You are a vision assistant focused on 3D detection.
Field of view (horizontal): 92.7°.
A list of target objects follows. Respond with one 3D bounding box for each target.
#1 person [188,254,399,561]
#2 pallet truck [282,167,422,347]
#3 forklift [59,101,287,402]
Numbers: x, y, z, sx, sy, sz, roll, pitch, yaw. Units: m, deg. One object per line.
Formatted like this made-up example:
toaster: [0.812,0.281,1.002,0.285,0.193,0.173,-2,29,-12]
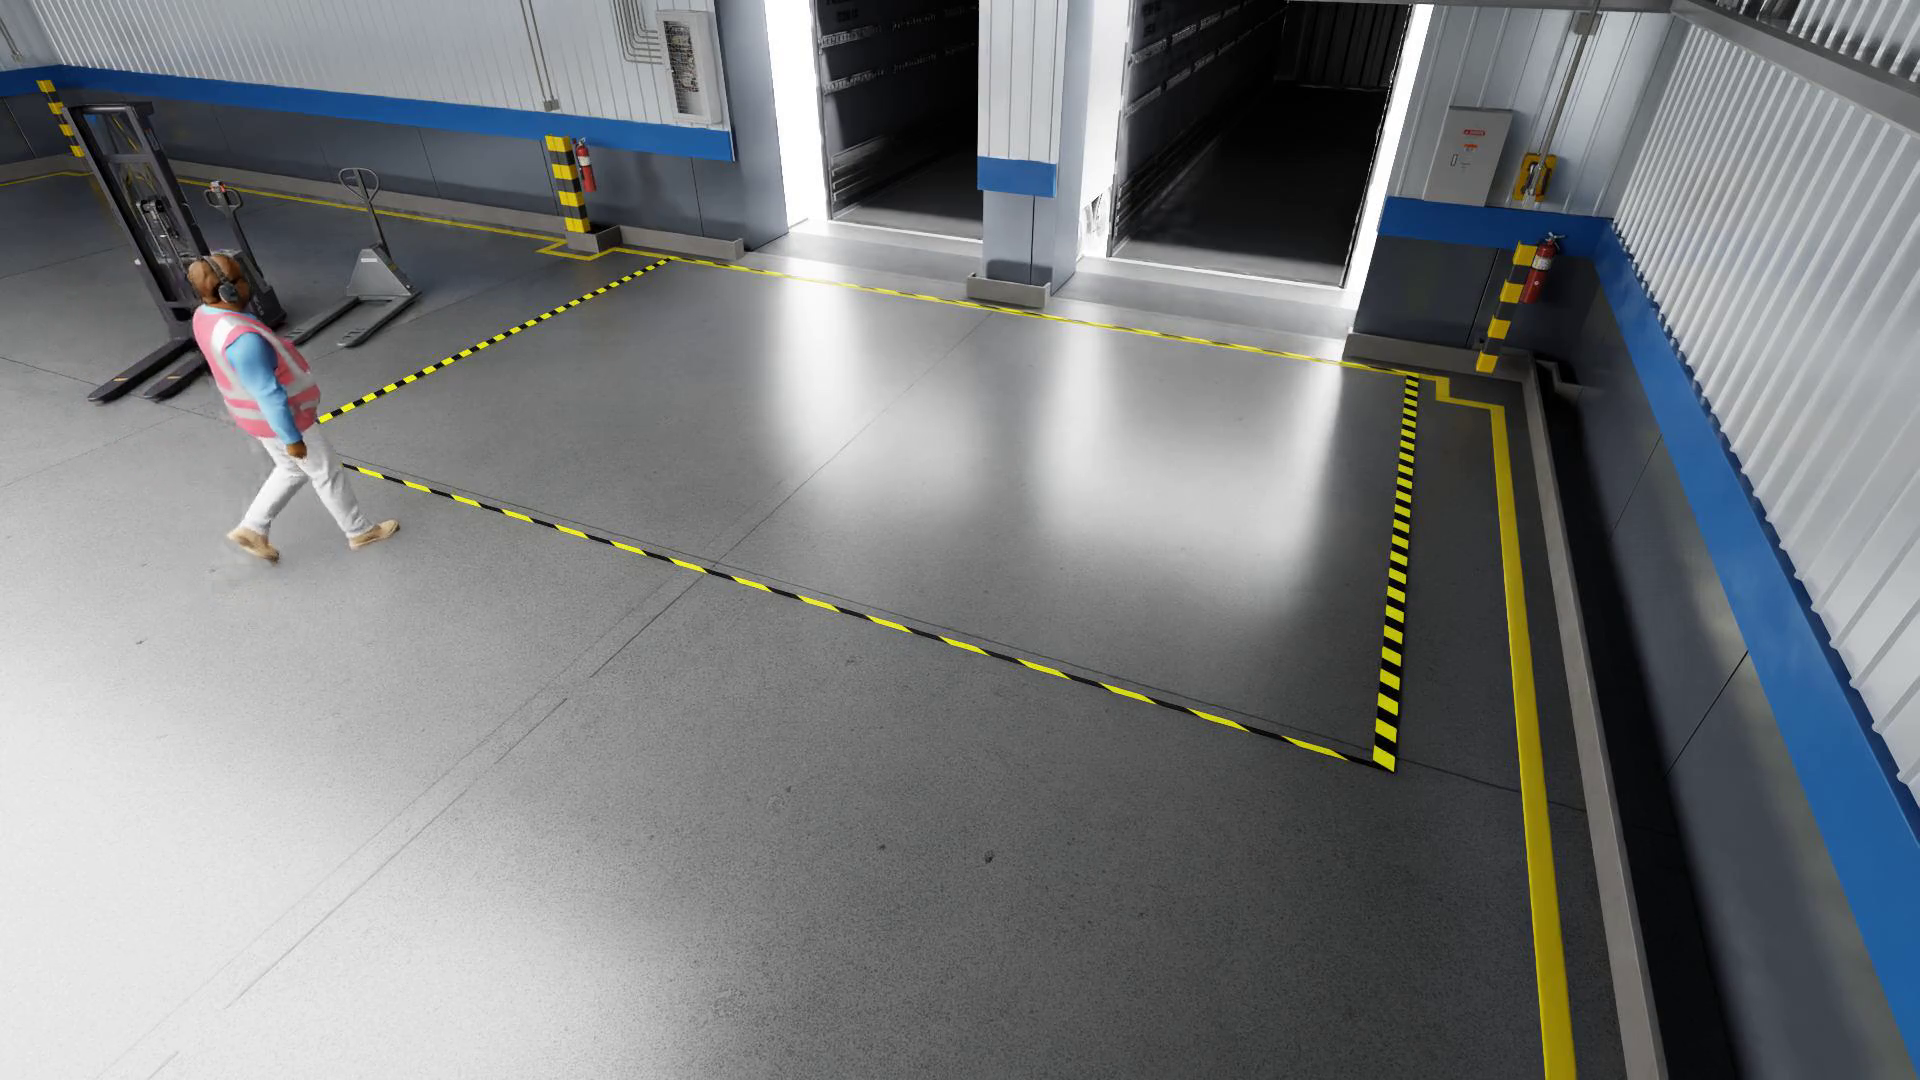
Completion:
person: [-3.880,-0.657,5.115,0.624,1.821,0.810,26,43,32]
pallet truck: [-5.732,-2.611,8.414,0.680,1.201,1.601,-1,35,-1]
forklift: [-6.686,-2.387,7.434,0.823,1.965,1.885,-3,35,-5]
